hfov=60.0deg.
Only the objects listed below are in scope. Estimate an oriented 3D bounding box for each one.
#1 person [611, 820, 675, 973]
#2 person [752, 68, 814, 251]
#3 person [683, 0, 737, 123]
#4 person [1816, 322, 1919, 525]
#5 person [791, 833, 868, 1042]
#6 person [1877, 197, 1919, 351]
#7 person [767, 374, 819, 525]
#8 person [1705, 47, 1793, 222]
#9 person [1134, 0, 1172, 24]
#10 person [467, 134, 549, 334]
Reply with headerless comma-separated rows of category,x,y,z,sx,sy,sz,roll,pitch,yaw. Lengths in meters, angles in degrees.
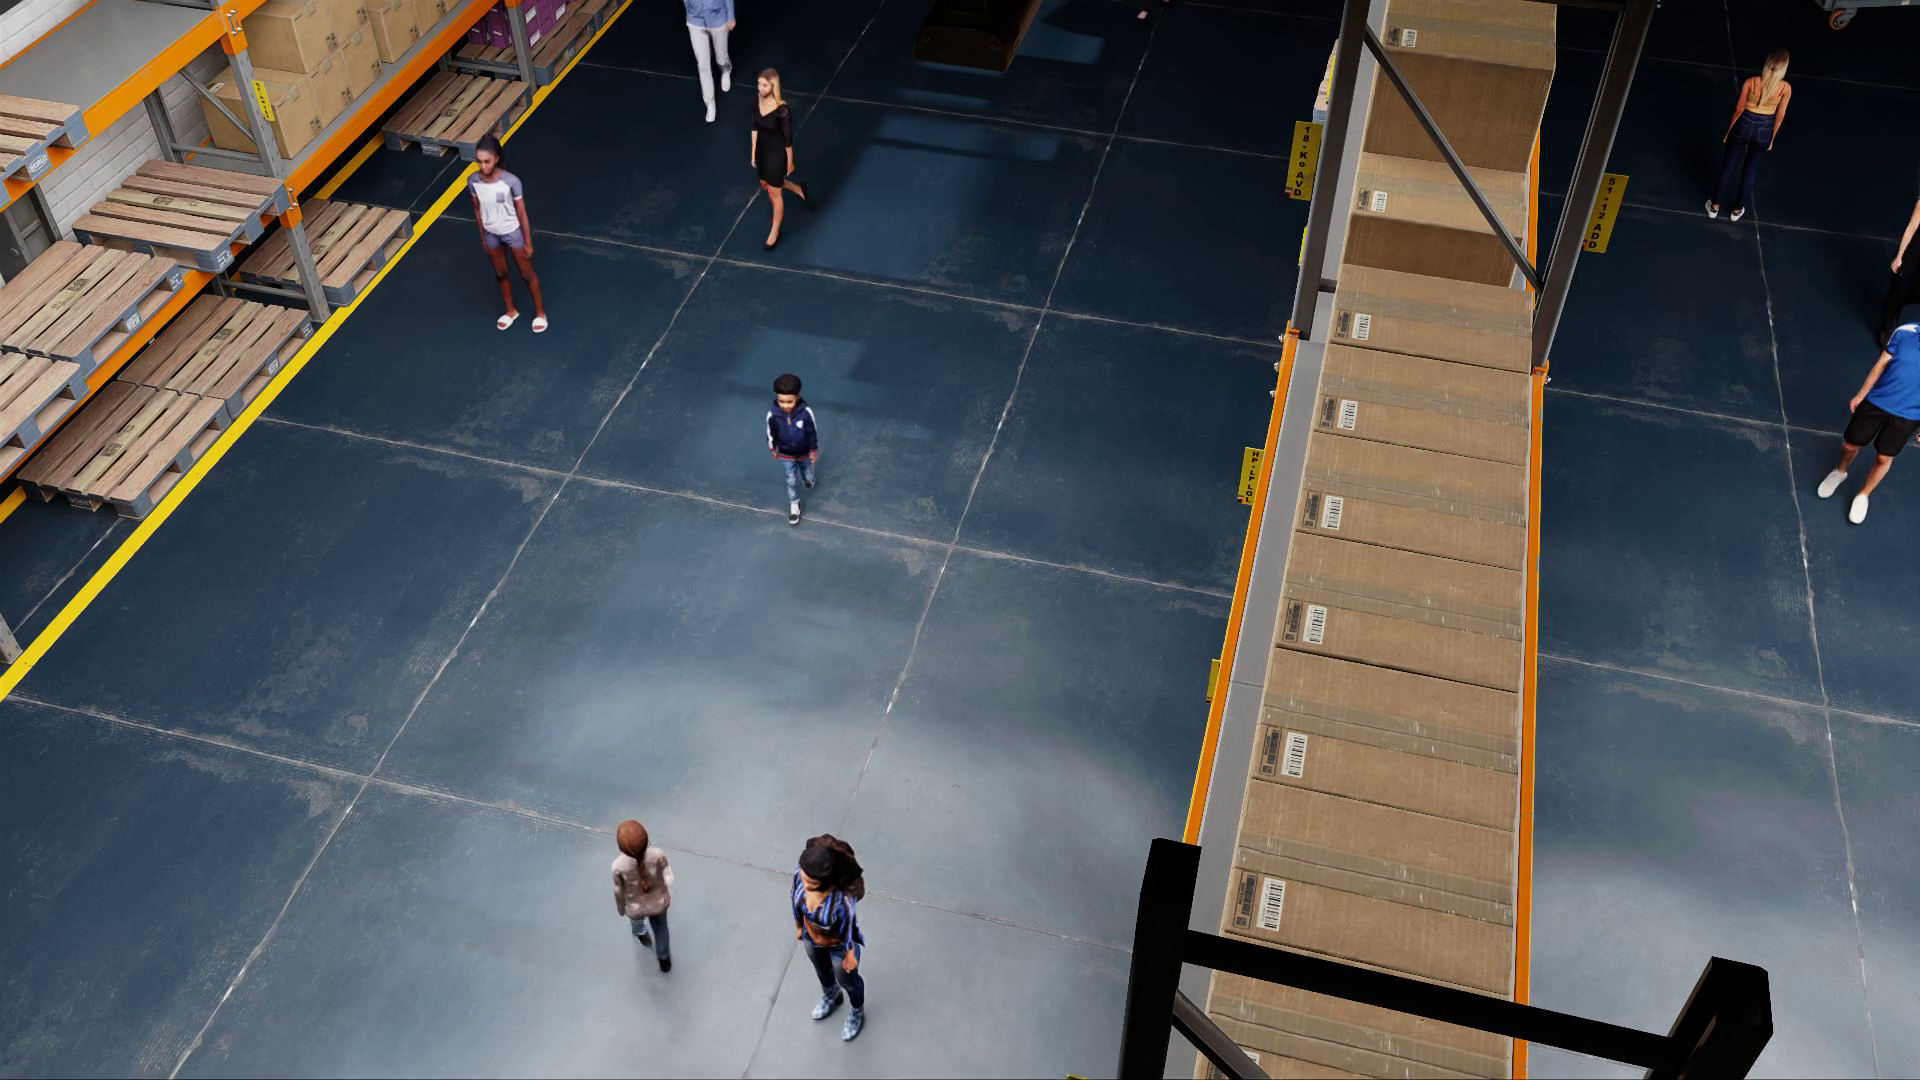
person,-1.713,1.997,9.129,0.626,1.184,0.707,-10,45,-11
person,-1.566,-3.336,14.382,0.811,1.660,1.008,31,51,28
person,-2.415,-5.063,16.047,0.851,1.863,1.162,-1,44,-1
person,6.645,-0.984,11.769,0.827,1.858,0.833,26,50,25
person,-0.677,2.081,8.724,0.684,1.620,0.663,26,49,25
person,7.665,-2.319,13.301,0.598,1.679,0.706,7,44,7
person,-1.176,-0.709,11.949,0.622,1.212,0.770,0,44,0
person,6.971,-3.571,14.651,0.582,1.629,0.539,15,46,15
person,2.189,-6.393,17.552,0.898,1.714,1.191,29,51,27
person,-3.660,-2.465,13.422,0.638,1.723,0.583,5,44,5
